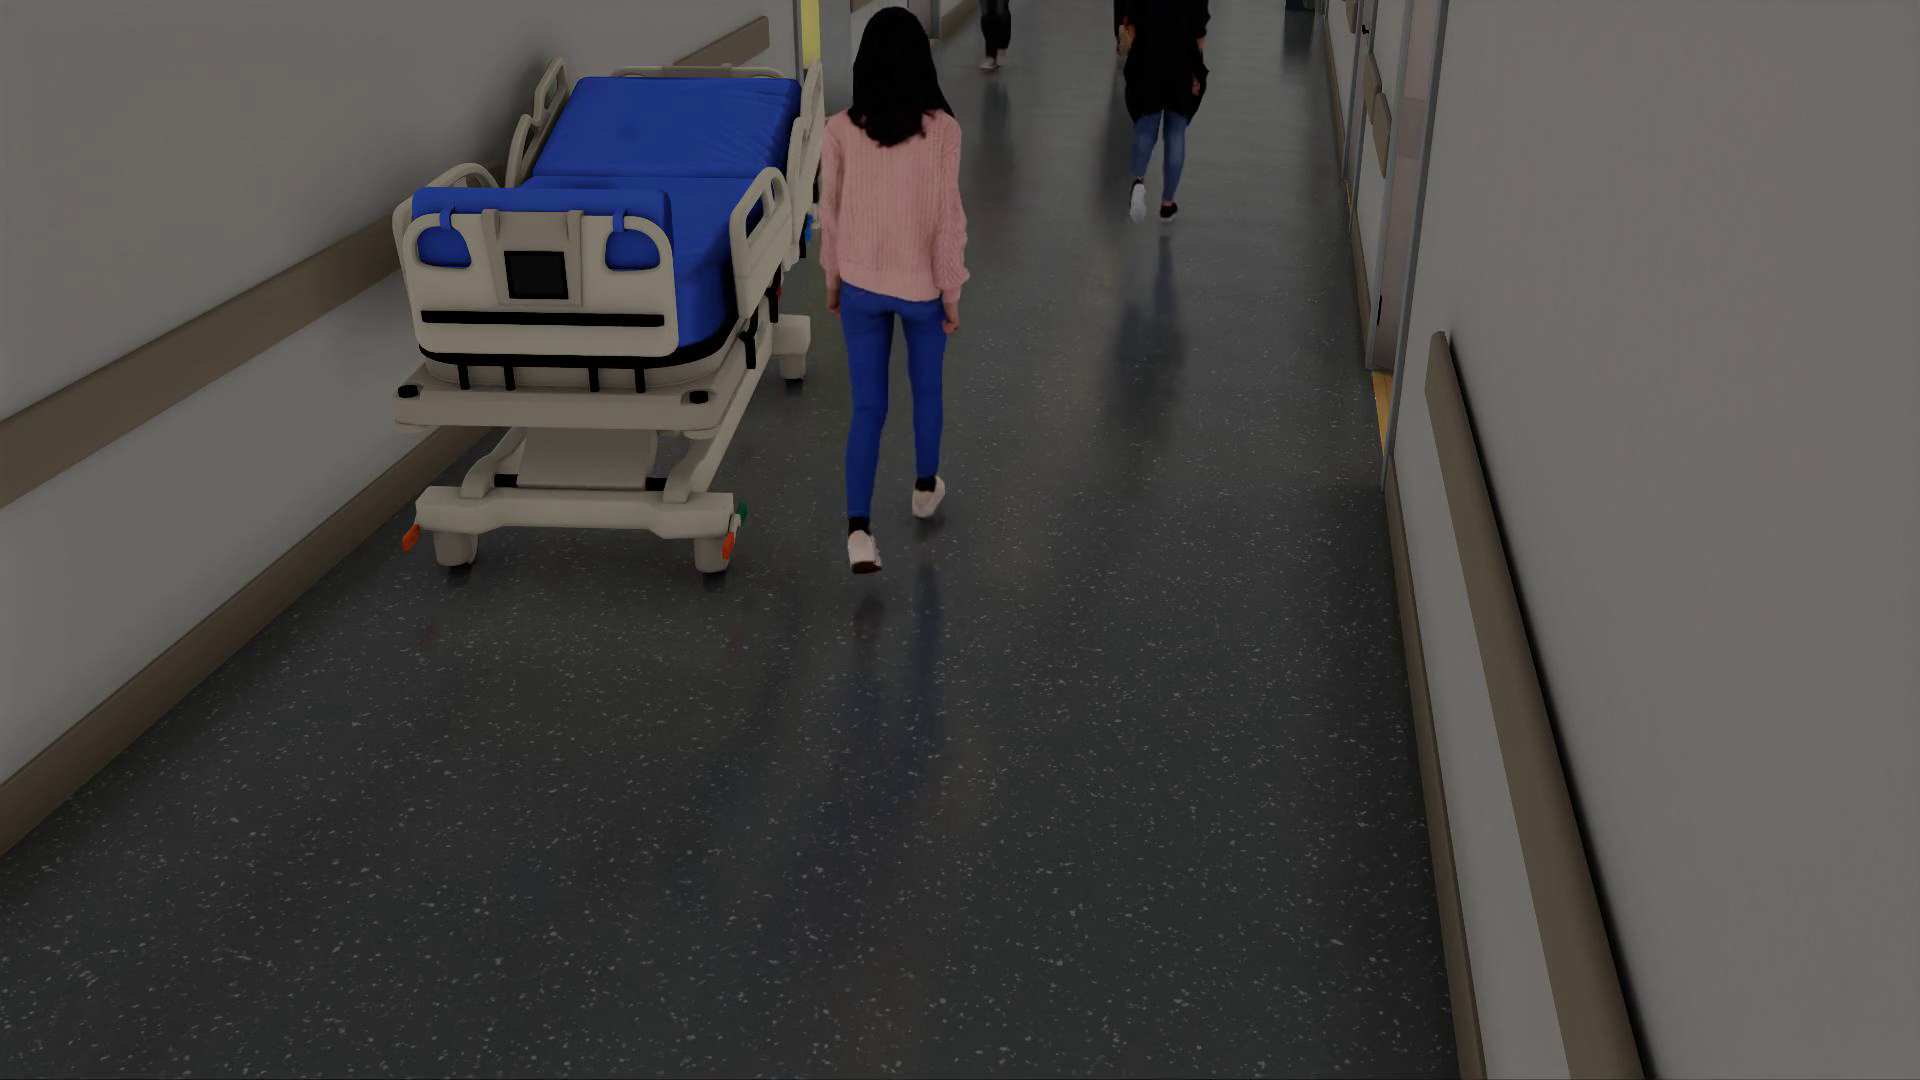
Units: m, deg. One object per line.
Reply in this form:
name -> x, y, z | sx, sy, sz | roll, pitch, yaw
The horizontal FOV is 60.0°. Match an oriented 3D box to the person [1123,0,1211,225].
person -> 1.084, -2.481, 8.926 | 0.909, 1.668, 0.740 | 8, 27, 15

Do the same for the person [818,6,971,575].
person -> -0.230, -0.715, 5.195 | 1.077, 1.727, 0.724 | 4, 26, 7
